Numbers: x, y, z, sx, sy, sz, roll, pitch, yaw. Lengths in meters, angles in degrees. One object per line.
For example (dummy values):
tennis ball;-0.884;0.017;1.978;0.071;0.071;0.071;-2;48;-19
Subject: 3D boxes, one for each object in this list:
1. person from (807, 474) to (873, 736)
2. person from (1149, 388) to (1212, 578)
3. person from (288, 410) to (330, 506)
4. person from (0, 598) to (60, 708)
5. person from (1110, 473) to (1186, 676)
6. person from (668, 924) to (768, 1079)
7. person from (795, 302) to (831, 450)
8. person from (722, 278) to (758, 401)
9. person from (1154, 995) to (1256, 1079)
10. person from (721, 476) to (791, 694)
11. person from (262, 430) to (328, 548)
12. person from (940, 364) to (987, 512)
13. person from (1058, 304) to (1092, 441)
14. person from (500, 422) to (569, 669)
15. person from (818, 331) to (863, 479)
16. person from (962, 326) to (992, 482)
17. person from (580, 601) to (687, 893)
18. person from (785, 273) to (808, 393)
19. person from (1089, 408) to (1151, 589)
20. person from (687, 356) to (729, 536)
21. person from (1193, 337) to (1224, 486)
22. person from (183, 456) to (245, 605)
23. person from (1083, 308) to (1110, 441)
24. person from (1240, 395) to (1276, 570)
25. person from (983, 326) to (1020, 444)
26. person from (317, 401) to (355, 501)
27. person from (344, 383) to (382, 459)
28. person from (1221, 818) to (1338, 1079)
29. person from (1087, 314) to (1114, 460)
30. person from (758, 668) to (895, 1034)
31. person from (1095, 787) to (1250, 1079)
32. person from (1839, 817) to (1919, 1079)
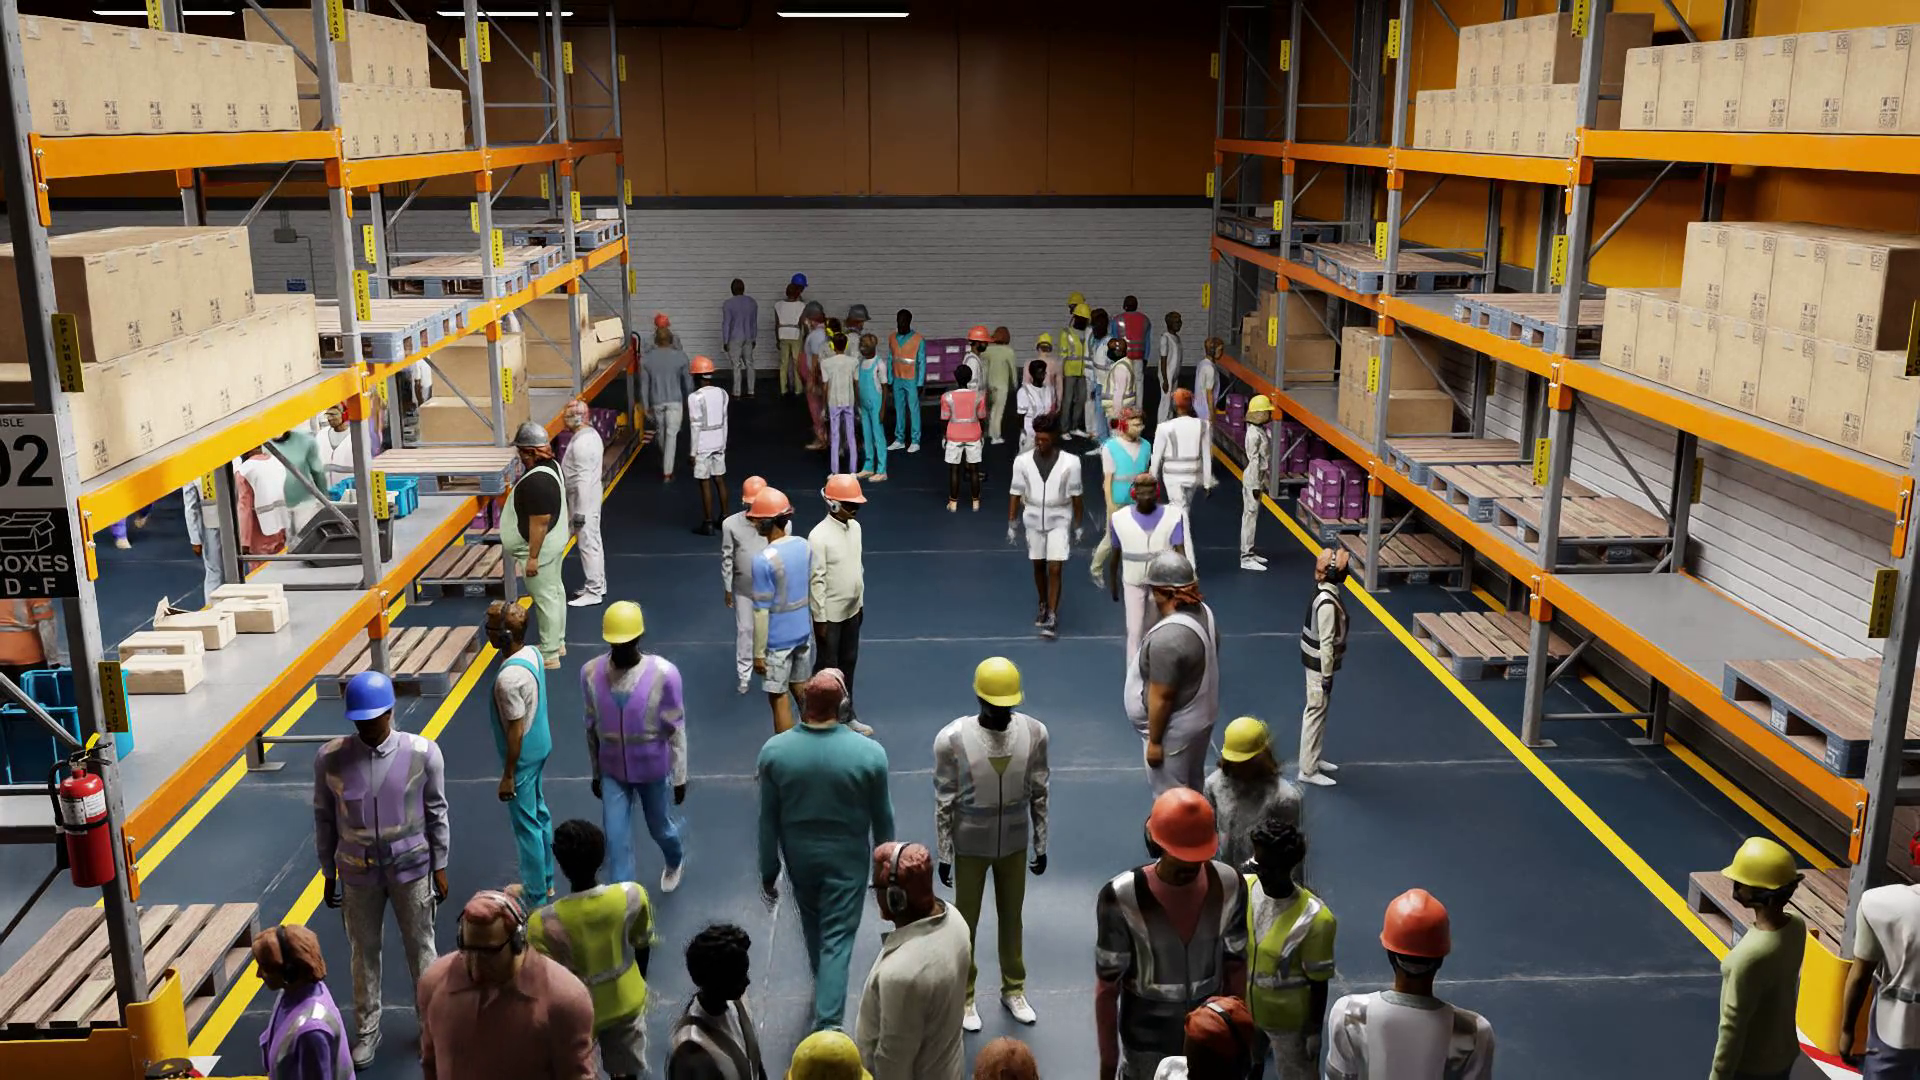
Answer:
person;-0.852;0.499;11.878;0.407;1.986;0.617;8;16;29
person;2.145;-0.585;16.423;0.596;1.827;1.029;-5;15;-18
person;-6.943;-0.946;17.700;0.591;1.911;0.397;0;14;-1
person;-6.243;0.747;11.027;0.589;1.919;0.392;1;14;5
person;1.440;0.347;12.868;0.570;1.787;1.002;-1;14;-3
person;-0.825;2.157;5.955;0.416;1.687;0.545;2;14;6
person;-1.955;-2.248;22.542;0.537;2.000;0.766;1;14;4
person;-3.486;-3.181;26.428;0.627;1.933;0.367;-12;19;-39
person;0.782;2.260;5.153;0.573;1.887;0.354;13;19;42
person;-1.570;0.351;12.933;0.566;1.744;0.350;-1;14;-3
person;-6.100;-0.297;15.153;0.647;1.900;0.604;-5;15;-17
person;0.040;-1.157;18.941;0.537;1.700;0.317;-2;14;-8
person;1.610;-2.340;23.173;0.666;1.909;0.468;-12;19;-40
person;-3.471;0.039;13.565;0.537;2.000;0.678;0;14;-2
person;-1.484;-1.638;20.524;0.594;1.864;0.338;-4;15;-15
person;0.201;-1.680;20.539;0.387;1.929;0.546;0;14;0
person;-1.781;1.218;9.237;0.596;1.898;0.874;2;14;8
person;-2.660;-3.385;27.211;0.397;1.939;0.602;2;14;9
person;1.546;-0.347;15.594;0.571;1.809;0.886;-7;16;-27
person;-2.737;-1.013;17.906;0.377;1.932;0.552;10;17;34
person;3.024;-1.563;20.278;0.350;1.835;0.519;-1;14;-2
person;-6.402;-0.095;14.366;0.411;1.906;0.603;7;16;26
person;1.919;-2.300;23.147;0.429;1.844;0.627;-3;15;-12
person;2.966;-0.581;16.587;0.290;1.746;0.487;3;15;12
person;0.557;-2.136;22.953;0.503;1.618;0.456;12;18;38
person;-5.835;-0.439;15.829;0.565;1.846;0.390;4;15;16
person;-7.155;-1.425;19.783;0.769;1.824;0.385;-4;15;-16
person;1.285;1.932;6.838;0.320;1.691;0.536;-13;19;-42
person;1.947;-2.013;21.939;0.389;1.885;0.652;-3;15;-10
person;-0.644;1.539;8.078;0.645;1.858;1.019;3;15;10
person;0.815;1.886;6.343;0.611;2.032;0.411;-4;15;-14
person;3.748;1.947;6.482;0.561;1.838;0.392;5;15;19
